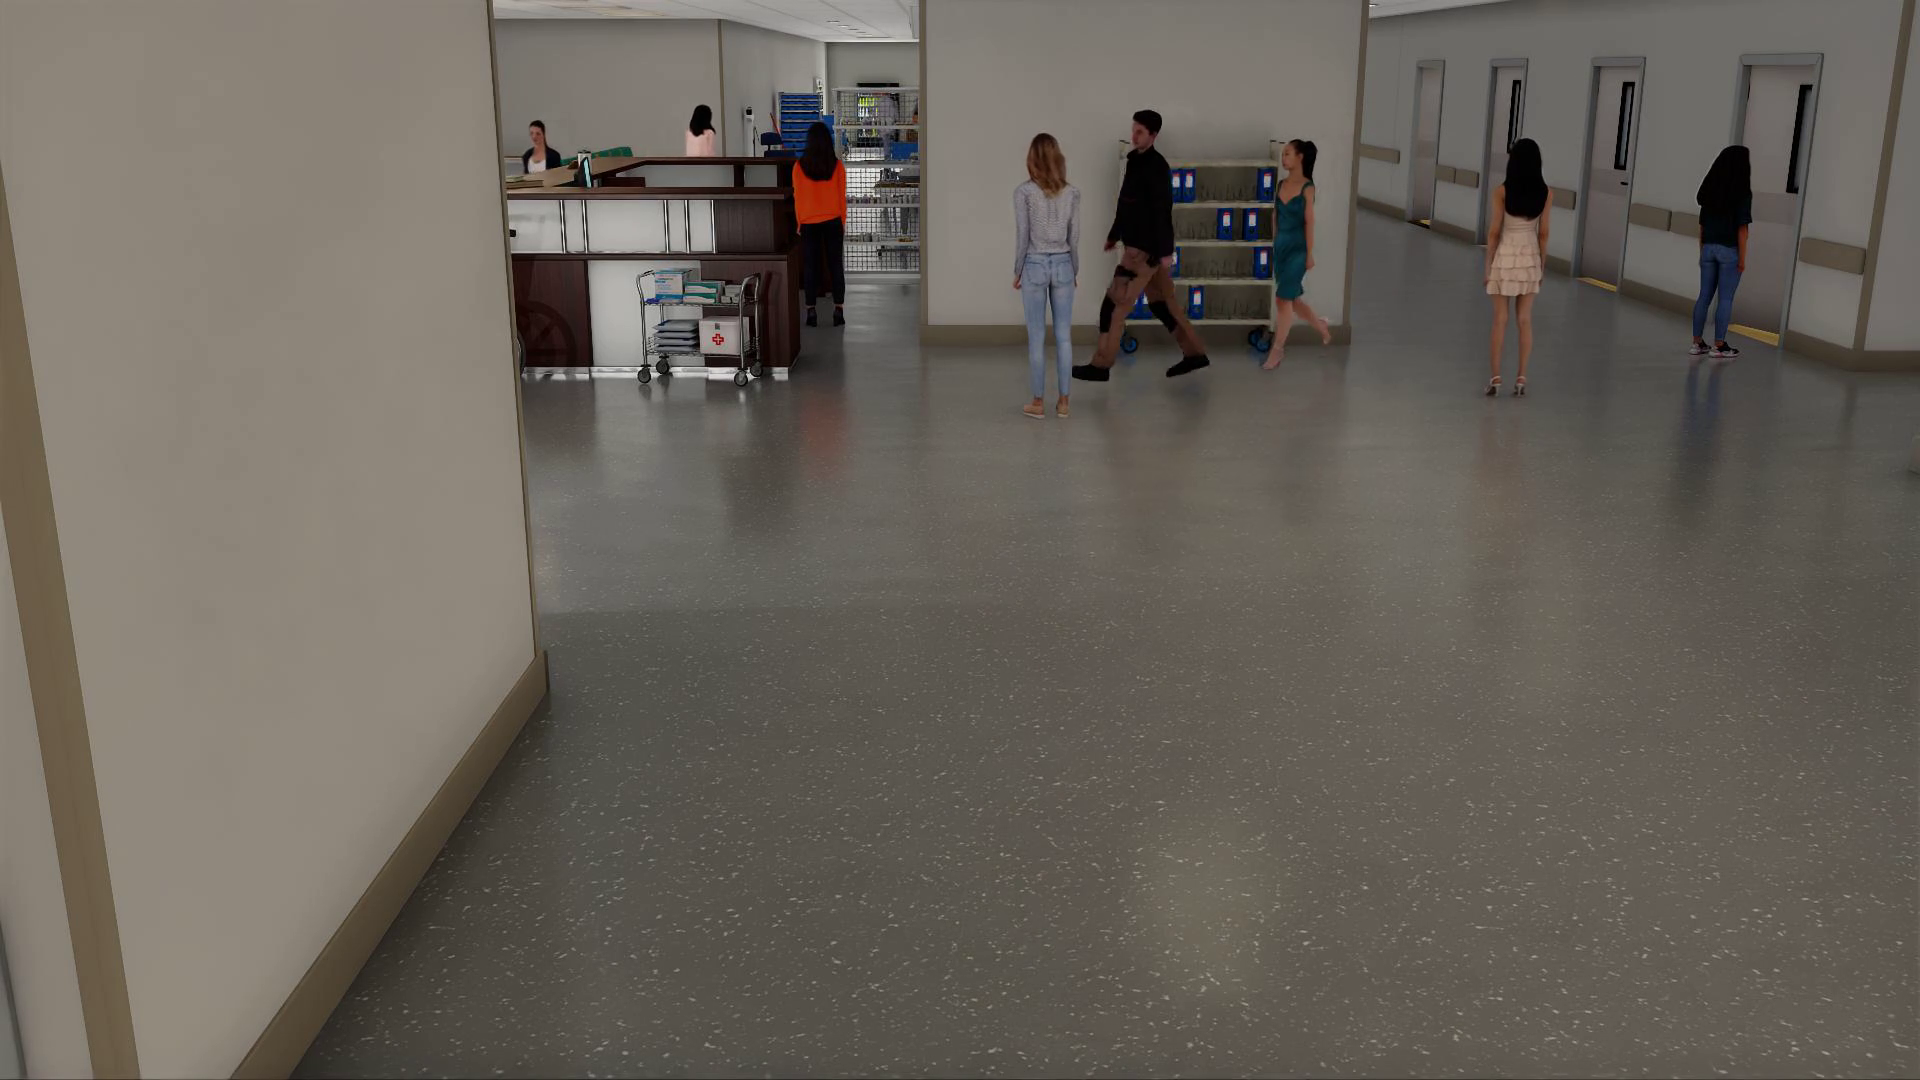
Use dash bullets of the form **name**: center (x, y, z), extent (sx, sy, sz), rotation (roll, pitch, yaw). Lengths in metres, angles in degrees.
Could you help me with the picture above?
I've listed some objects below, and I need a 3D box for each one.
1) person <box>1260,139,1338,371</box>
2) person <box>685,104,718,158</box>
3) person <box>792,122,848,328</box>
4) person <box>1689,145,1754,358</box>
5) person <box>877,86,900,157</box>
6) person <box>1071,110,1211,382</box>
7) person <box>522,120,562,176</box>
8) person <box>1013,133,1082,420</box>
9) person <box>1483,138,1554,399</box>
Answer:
- **person**: center (2.520, -2.097, 12.335), extent (1.064, 1.665, 0.896), rotation (-10, 19, -31)
- **person**: center (-3.325, -4.611, 21.093), extent (0.989, 1.751, 0.959), rotation (8, 18, 27)
- **person**: center (-1.204, -2.741, 14.465), extent (0.502, 1.750, 0.682), rotation (-1, 16, -3)
- **person**: center (5.947, -2.254, 12.984), extent (0.733, 1.615, 0.703), rotation (-8, 18, -27)
- **person**: center (-1.682, -9.658, 38.854), extent (0.574, 1.828, 0.778), rotation (2, 16, 5)
- **person**: center (1.377, -1.997, 11.604), extent (1.268, 1.870, 0.736), rotation (-1, 16, -2)
- **person**: center (-4.365, -3.584, 17.669), extent (1.110, 1.633, 0.779), rotation (3, 16, 9)
- **person**: center (0.557, -1.678, 10.612), extent (0.503, 1.795, 0.686), rotation (-3, 16, -12)
- **person**: center (3.779, -1.840, 11.298), extent (0.462, 1.733, 0.629), rotation (1, 16, 3)
